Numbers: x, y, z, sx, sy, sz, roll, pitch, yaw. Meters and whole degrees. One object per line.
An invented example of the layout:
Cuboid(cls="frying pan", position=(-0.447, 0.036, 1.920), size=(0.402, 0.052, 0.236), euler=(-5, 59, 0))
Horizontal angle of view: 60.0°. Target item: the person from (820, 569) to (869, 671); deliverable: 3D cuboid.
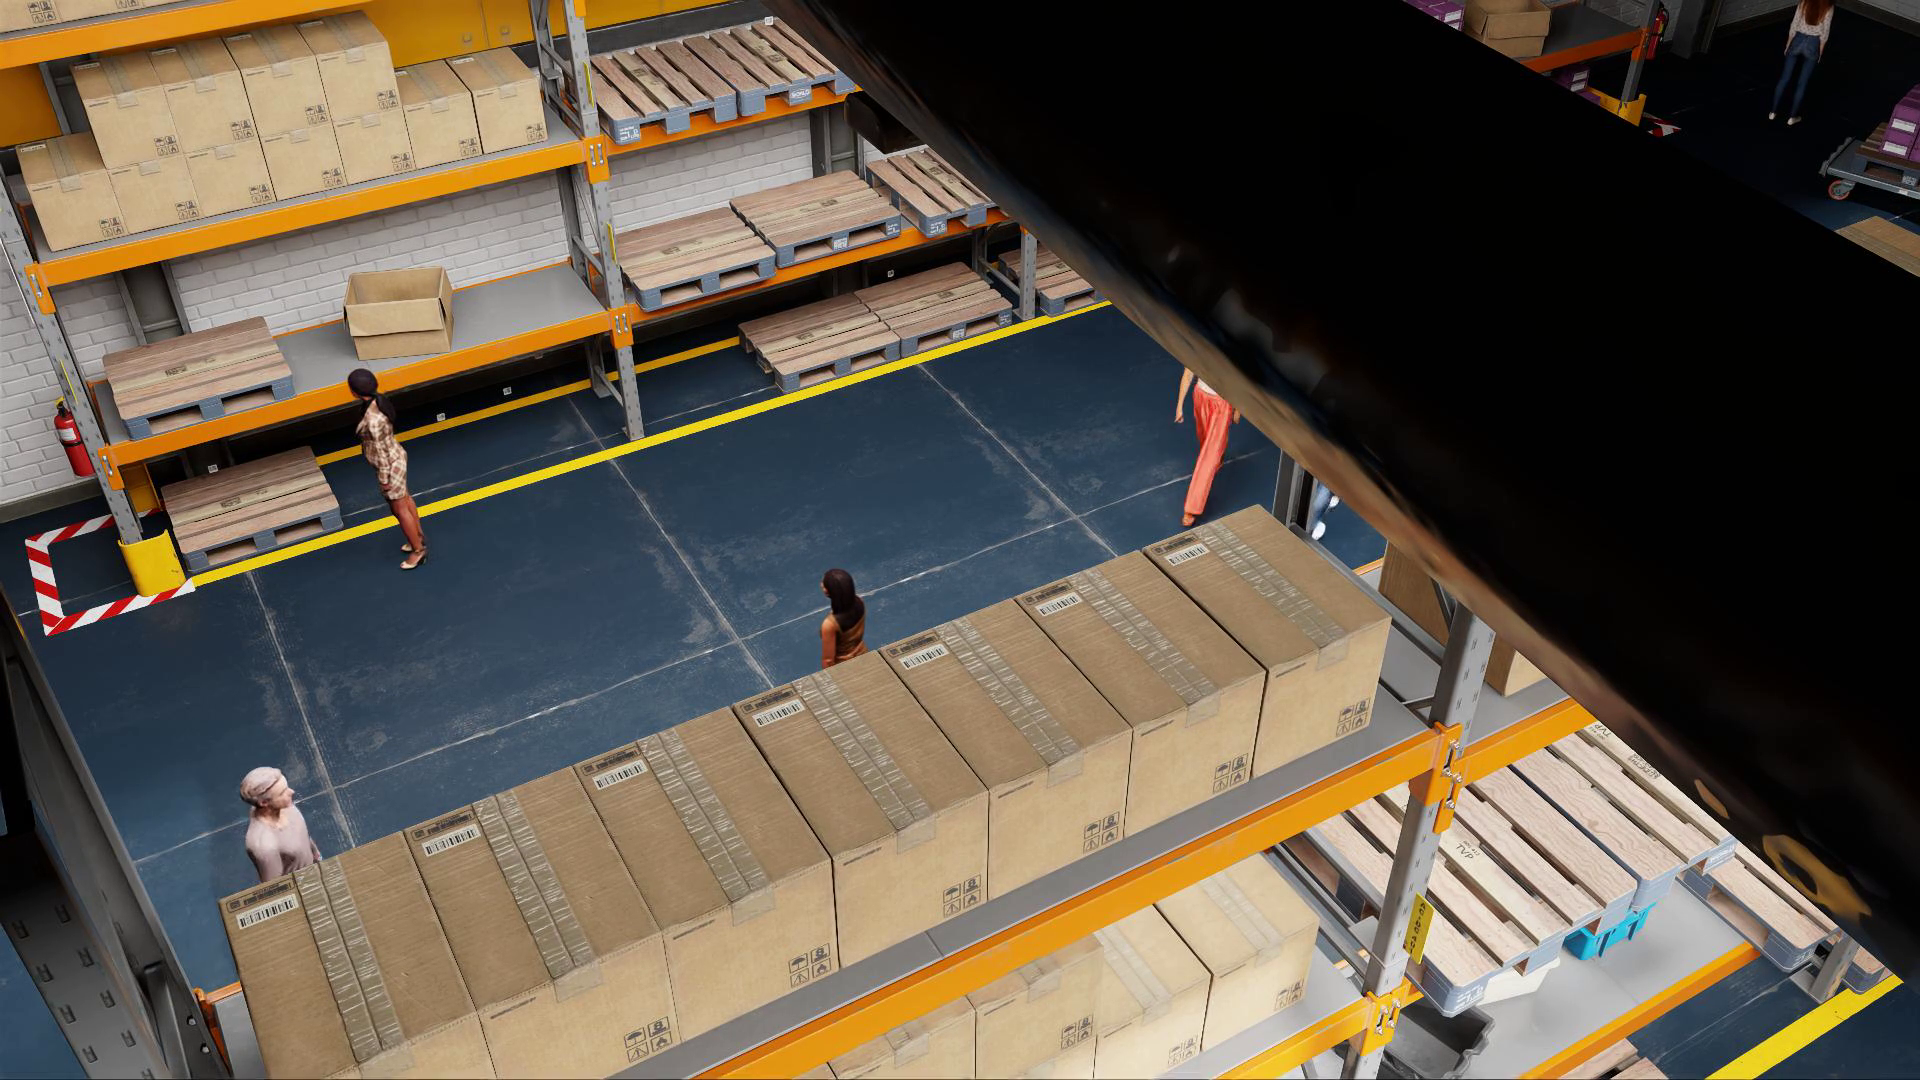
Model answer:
Cuboid(cls="person", position=(-0.746, 0.856, 10.922), size=(0.699, 1.683, 0.597), euler=(20, 43, 23))

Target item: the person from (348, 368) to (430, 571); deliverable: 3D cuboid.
Cuboid(cls="person", position=(-4.310, -0.542, 12.584), size=(0.655, 1.792, 0.656), euler=(-6, 39, -7))

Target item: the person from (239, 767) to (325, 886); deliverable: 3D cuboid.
Cuboid(cls="person", position=(-3.835, 2.001, 9.349), size=(0.857, 1.856, 0.818), euler=(-8, 39, -10))

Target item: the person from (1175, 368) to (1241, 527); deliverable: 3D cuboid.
Cuboid(cls="person", position=(2.036, -1.095, 13.309), size=(1.145, 1.752, 1.334), euler=(15, 41, 18))

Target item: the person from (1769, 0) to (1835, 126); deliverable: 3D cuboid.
Cuboid(cls="person", position=(9.646, -5.614, 18.989), size=(0.637, 1.725, 0.612), euler=(28, 46, 31))
